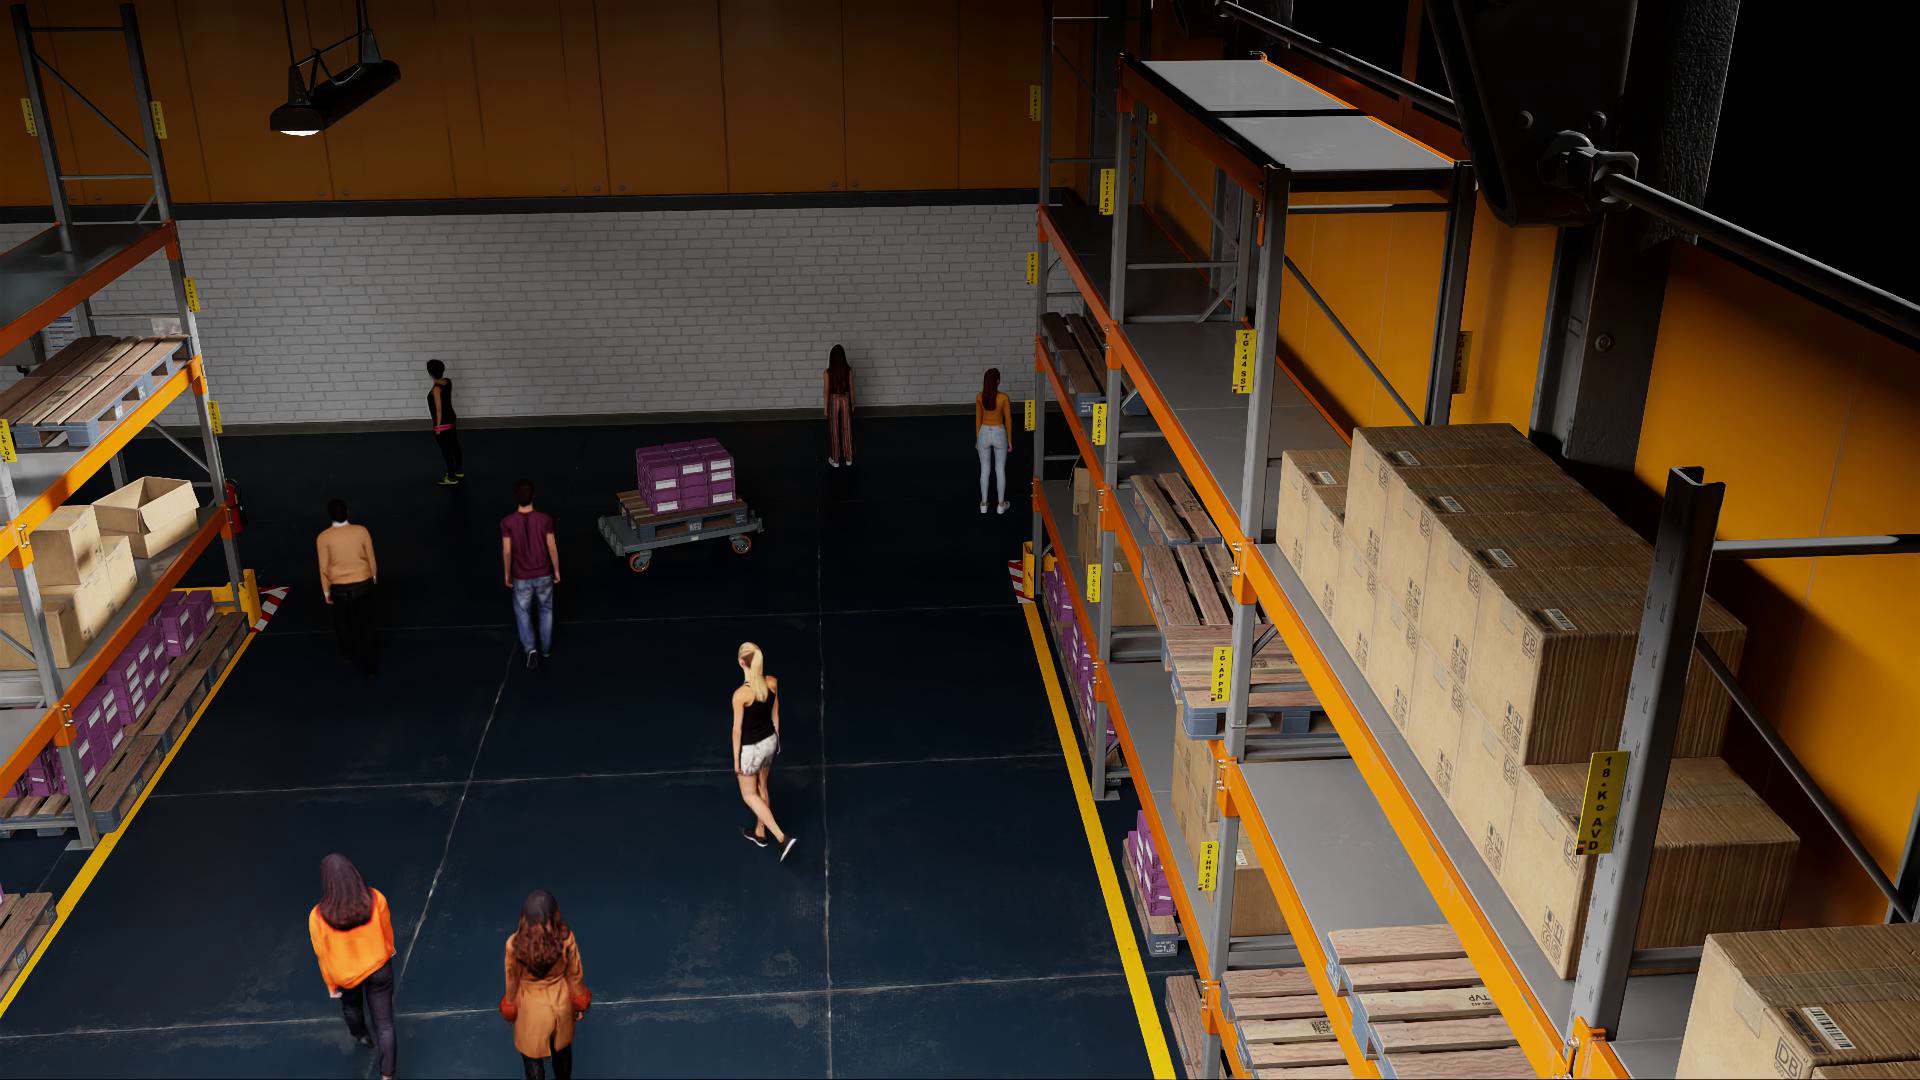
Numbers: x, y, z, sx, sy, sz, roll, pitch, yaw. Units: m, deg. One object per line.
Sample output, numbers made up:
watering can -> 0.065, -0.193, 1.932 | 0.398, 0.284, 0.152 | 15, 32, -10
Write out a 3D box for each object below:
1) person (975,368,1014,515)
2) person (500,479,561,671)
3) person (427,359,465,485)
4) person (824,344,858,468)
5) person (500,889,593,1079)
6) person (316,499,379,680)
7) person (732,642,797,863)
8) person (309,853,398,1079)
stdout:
person -> 0.379, -1.153, 19.214 | 0.656, 1.750, 0.631 | 4, 24, 9
person -> -4.031, 0.342, 15.682 | 0.790, 1.838, 1.041 | -7, 24, -15
person -> -6.238, -1.451, 20.144 | 0.652, 1.551, 0.521 | 4, 24, 9
person -> -1.496, -1.684, 20.661 | 0.586, 1.563, 0.573 | -6, 24, -15
person -> -2.491, 2.886, 10.023 | 0.807, 1.711, 0.965 | -7, 25, -15
person -> -5.664, 0.483, 15.497 | 0.853, 1.729, 1.029 | -10, 25, -21
person -> -1.505, 1.629, 12.752 | 0.955, 1.827, 1.060 | -21, 31, -39
person -> -3.696, 2.751, 10.324 | 0.848, 1.717, 1.101 | -10, 25, -21
